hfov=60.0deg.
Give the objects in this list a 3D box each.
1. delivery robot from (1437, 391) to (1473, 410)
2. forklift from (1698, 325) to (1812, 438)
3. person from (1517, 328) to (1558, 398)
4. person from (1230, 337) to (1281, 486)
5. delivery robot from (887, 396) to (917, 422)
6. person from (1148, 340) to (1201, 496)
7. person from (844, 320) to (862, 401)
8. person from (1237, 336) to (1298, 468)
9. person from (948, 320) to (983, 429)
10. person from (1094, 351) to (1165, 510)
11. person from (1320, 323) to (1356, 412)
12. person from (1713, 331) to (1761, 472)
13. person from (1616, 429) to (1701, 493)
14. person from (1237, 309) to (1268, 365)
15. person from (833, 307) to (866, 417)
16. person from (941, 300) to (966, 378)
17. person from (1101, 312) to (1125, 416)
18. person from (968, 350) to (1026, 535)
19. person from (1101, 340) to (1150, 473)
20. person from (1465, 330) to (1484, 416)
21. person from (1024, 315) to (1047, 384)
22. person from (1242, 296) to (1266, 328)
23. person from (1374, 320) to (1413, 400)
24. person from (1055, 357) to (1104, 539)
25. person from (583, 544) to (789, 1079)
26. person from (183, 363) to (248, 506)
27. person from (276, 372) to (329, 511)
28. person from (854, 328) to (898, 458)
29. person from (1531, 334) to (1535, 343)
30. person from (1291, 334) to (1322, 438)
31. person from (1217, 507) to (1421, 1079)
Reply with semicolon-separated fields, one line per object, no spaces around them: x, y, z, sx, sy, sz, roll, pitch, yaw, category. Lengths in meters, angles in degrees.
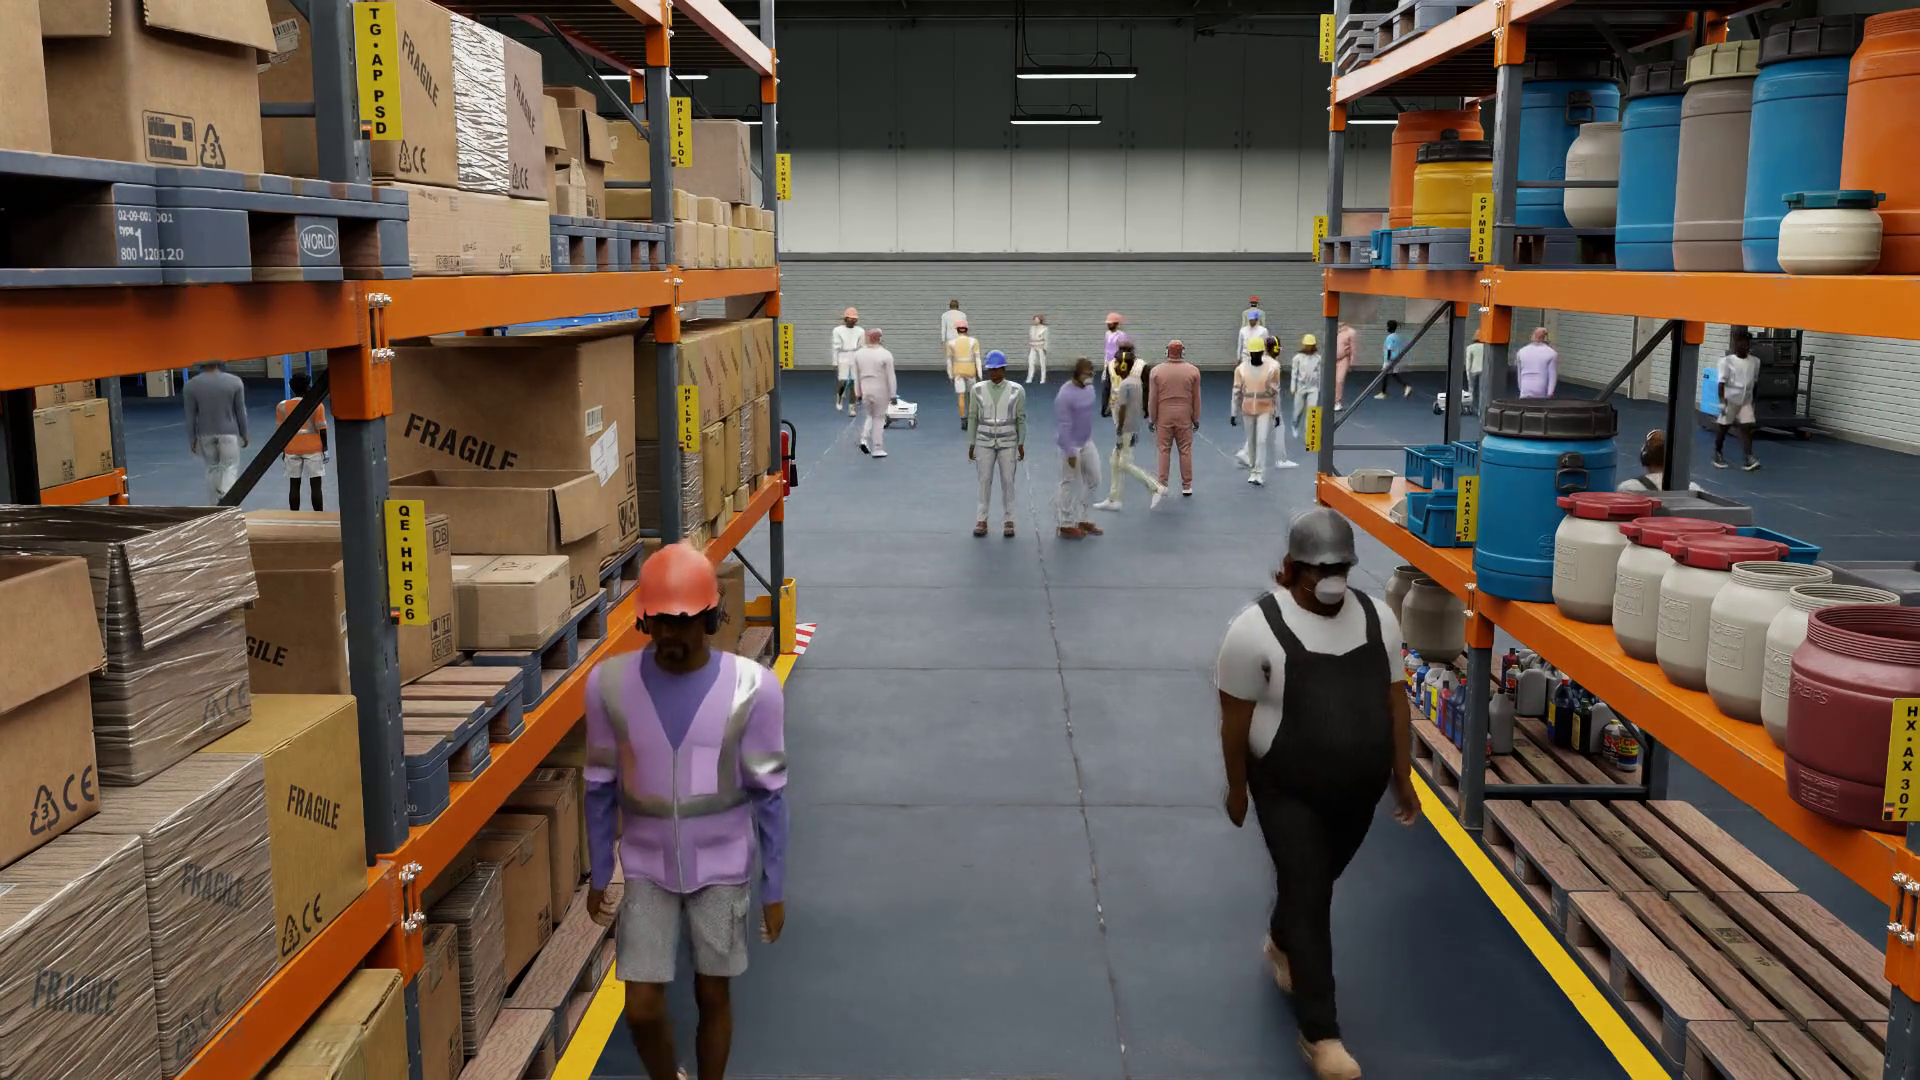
9.332;-2.670;31.324;0.707;0.478;0.477;-7;12;-34;delivery robot
13.248;-3.165;27.620;1.129;2.768;1.873;0;9;1;forklift
8.788;-2.280;25.248;0.646;1.863;0.965;8;12;39;person
3.780;-1.646;21.363;0.616;1.881;0.925;4;10;21;person
-1.098;-2.263;28.887;0.707;0.478;0.477;0;10;1;delivery robot
2.626;-1.498;20.421;0.645;1.907;0.400;0;9;2;person
-2.252;-3.816;34.543;0.630;1.824;0.580;9;13;43;person
4.299;-1.917;23.130;0.832;1.844;0.544;-3;10;-19;person
0.093;-2.871;28.792;0.605;1.850;1.024;0;9;0;person
1.961;-1.253;19.154;0.799;1.847;0.521;3;10;17;person
7.188;-3.400;31.881;0.665;1.874;0.802;8;12;38;person
10.708;-1.915;22.881;0.622;1.910;1.001;0;9;-3;person
4.281;0.220;10.381;0.529;1.822;0.651;0;9;1;person
5.866;-3.658;33.290;0.624;1.929;0.698;6;11;30;person
-2.068;-3.320;30.983;0.625;2.025;0.550;-3;10;-17;person
-0.145;-4.966;41.101;0.635;1.936;0.352;0;9;1;person
2.900;-3.288;31.090;0.545;1.925;0.571;-5;11;-27;person
0.383;-1.019;17.424;0.615;1.945;0.404;1;10;8;person
2.299;-1.870;23.015;0.640;1.801;0.978;4;10;24;person
9.751;-3.152;31.282;0.505;1.588;0.863;1;10;9;person
1.794;-4.455;38.995;0.537;1.614;0.755;6;11;34;person
7.583;-5.306;42.996;0.629;1.988;0.411;0;9;0;person
9.046;-3.755;34.623;0.734;1.671;0.537;7;12;37;person
1.227;-0.941;17.138;0.598;1.893;0.680;8;12;39;person
-0.833;1.009;5.040;0.640;2.025;0.480;0;9;-1;person
-8.231;-1.169;18.407;0.633;1.920;0.664;-3;10;-16;person
-6.980;-0.940;17.706;0.540;1.695;0.317;0;9;1;person
-1.214;-2.158;24.411;0.658;1.890;0.433;6;11;32;person
9.262;-2.456;26.628;0.525;1.755;0.468;-2;10;-14;person
5.514;-2.425;26.502;0.497;1.725;0.651;0;9;-1;person
1.312;0.837;6.157;0.683;2.000;1.031;-3;10;-19;person
